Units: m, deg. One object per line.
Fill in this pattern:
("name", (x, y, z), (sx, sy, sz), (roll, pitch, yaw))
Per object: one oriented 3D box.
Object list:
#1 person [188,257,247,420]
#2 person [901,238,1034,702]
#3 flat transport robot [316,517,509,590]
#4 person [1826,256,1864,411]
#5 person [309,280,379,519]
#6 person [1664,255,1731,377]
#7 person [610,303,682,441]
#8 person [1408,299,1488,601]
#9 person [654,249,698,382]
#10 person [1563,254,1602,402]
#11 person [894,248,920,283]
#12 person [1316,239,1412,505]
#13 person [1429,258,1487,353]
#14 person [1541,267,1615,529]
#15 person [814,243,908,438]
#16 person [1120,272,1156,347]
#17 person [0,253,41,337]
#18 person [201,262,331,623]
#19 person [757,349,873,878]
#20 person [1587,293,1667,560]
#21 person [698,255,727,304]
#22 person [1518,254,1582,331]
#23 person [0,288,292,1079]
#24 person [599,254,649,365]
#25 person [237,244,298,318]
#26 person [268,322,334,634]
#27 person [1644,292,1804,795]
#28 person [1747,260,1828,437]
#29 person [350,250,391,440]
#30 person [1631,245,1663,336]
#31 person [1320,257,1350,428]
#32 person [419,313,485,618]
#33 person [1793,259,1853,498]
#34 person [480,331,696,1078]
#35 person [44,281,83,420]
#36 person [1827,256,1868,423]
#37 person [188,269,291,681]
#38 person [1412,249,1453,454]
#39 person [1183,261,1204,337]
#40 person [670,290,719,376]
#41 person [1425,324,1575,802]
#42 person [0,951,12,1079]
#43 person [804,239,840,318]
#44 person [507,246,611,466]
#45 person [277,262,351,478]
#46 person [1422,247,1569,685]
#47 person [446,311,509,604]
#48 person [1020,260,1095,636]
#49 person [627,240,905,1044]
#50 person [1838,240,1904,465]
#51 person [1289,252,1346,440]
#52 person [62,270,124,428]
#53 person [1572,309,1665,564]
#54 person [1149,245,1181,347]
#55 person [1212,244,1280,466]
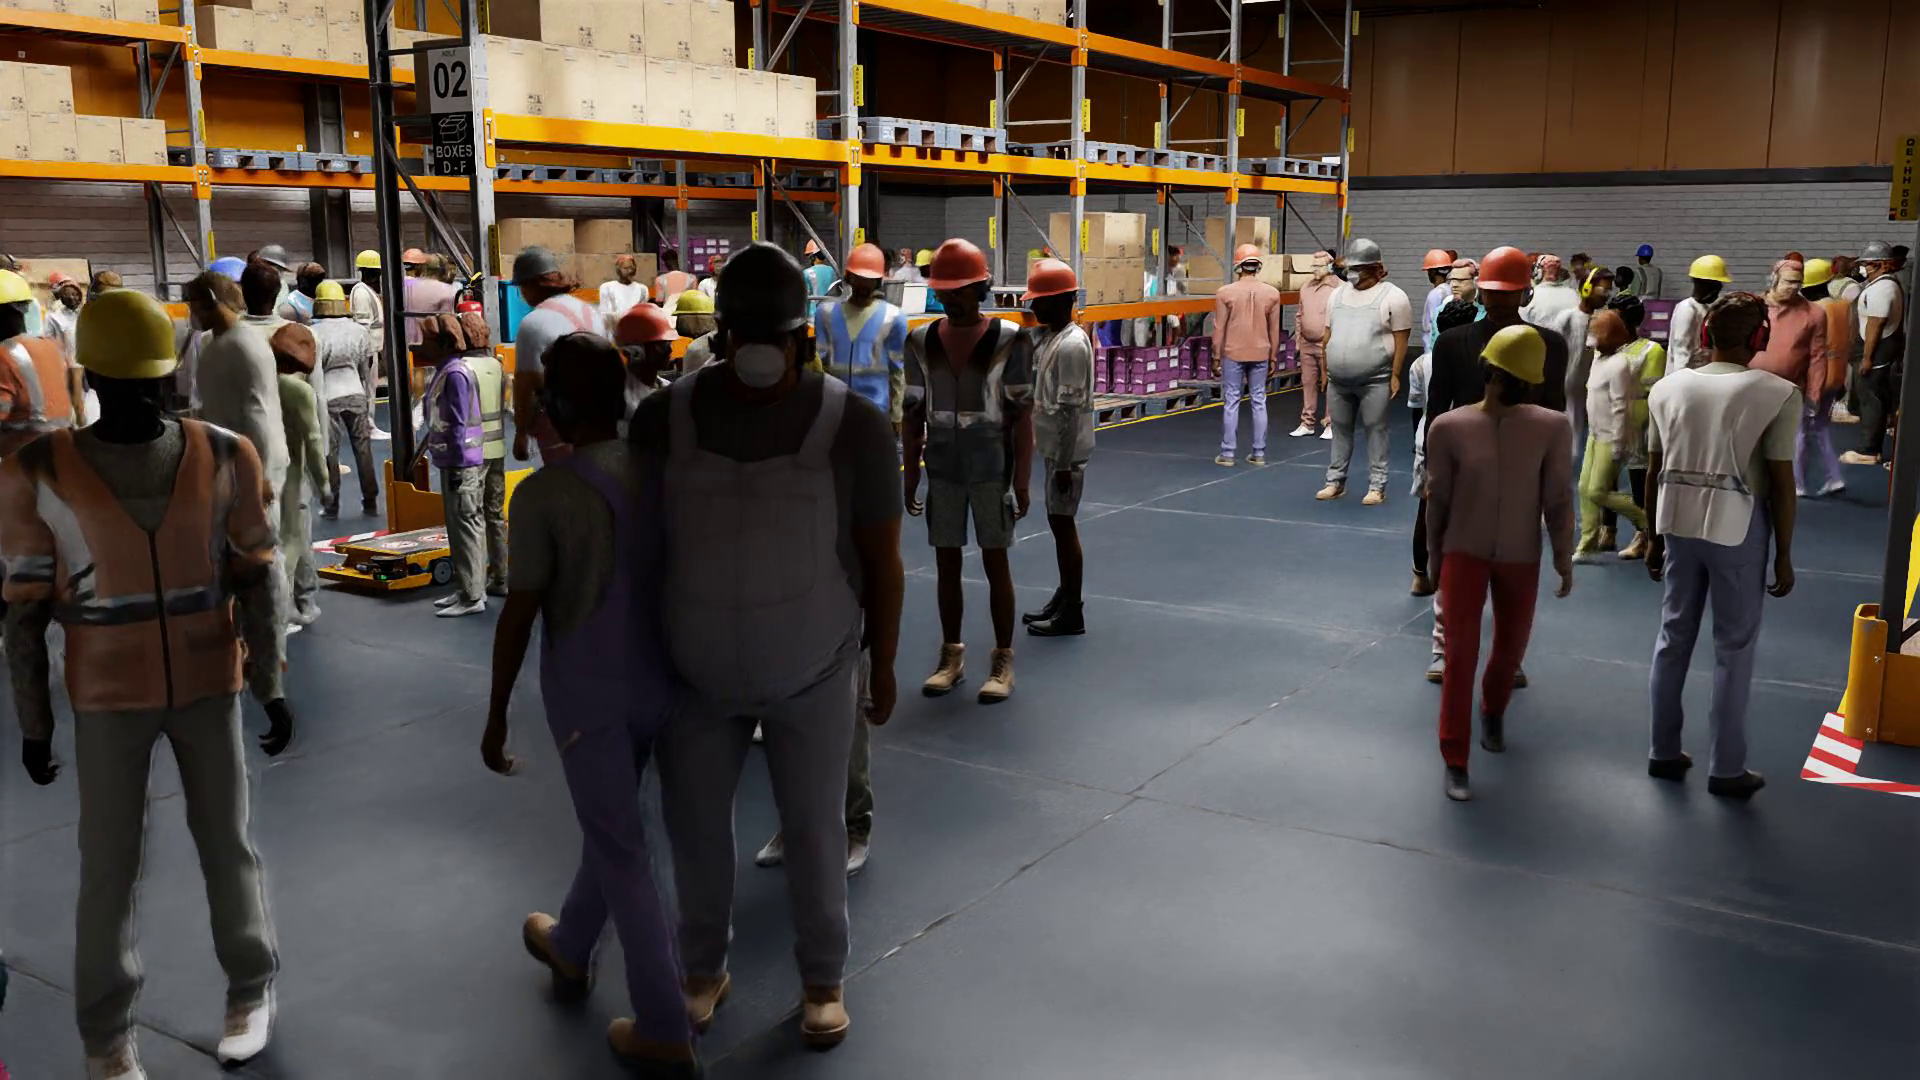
("person", (-4.303, -0.692, 9.790), (0.440, 1.924, 0.636), (-3, 11, -14))
("person", (0.021, -0.298, 7.325), (0.613, 2.031, 0.410), (4, 11, 20))
("flat transport robot", (-3.122, 0.066, 10.169), (0.652, 0.197, 1.431), (7, 12, 33))
("person", (10.408, -2.434, 19.699), (0.566, 1.837, 0.390), (-2, 10, -13))
("person", (-4.556, -1.026, 12.183), (0.486, 1.736, 0.364), (-8, 13, -38))
("person", (5.443, -1.144, 12.340), (0.397, 1.915, 0.590), (7, 13, 36))
("person", (-1.342, -0.141, 7.195), (0.321, 1.755, 0.567), (3, 11, 17))
("person", (2.755, -0.495, 9.326), (0.318, 1.697, 0.535), (-9, 14, -41))
("person", (-3.899, -3.089, 23.125), (0.667, 1.909, 0.971), (-2, 11, -13))
("person", (7.764, -2.642, 20.824), (0.570, 1.852, 0.333), (5, 11, 25))
("person", (-0.765, -3.327, 24.447), (0.407, 1.905, 0.638), (9, 14, 42))
("person", (3.059, -1.289, 12.771), (0.689, 2.000, 0.537), (8, 13, 39))
("person", (3.468, -0.984, 11.495), (0.398, 1.898, 0.647), (-7, 12, -34))
("person", (4.267, -0.982, 11.635), (0.532, 1.839, 0.475), (-8, 13, -38))
("person", (-0.618, -0.880, 10.610), (0.629, 2.014, 0.883), (2, 11, 13))
("person", (2.474, -3.149, 23.675), (0.627, 1.835, 0.429), (1, 10, 5))
("person", (-6.840, -1.091, 11.993), (0.629, 1.931, 0.377), (3, 11, 16))
("person", (-3.624, -0.490, 8.728), (0.615, 1.908, 0.405), (-4, 11, -22))
("person", (-0.501, 0.212, 5.321), (0.489, 1.728, 0.323), (3, 11, 18))
("person", (4.246, -0.728, 10.652), (0.320, 1.687, 0.538), (-6, 12, -30))
("person", (-2.917, -2.467, 19.837), (0.389, 1.845, 0.564), (5, 11, 26))
("person", (4.981, -1.481, 14.235), (0.645, 1.900, 0.399), (-3, 11, -15))
("person", (-1.944, 0.358, 4.008), (0.594, 1.913, 0.419), (-8, 13, -37))
("person", (-3.683, -2.194, 18.252), (0.586, 1.869, 0.587), (-5, 12, -27))
("person", (-6.370, -1.726, 15.195), (0.731, 2.000, 0.543), (-4, 11, -21))
("person", (-3.431, -0.305, 8.499), (0.525, 1.604, 0.513), (8, 13, 36))
("person", (2.766, 0.016, 6.114), (0.397, 1.836, 0.561), (-8, 13, -36))
("person", (5.816, -1.042, 11.857), (0.668, 1.877, 0.767), (4, 11, 20))
("person", (-5.961, -1.962, 16.846), (0.394, 1.921, 0.583), (-3, 11, -15))
("person", (10.510, -3.556, 25.586), (0.603, 1.949, 0.389), (-5, 11, -27))
("person", (4.104, -2.122, 17.935), (0.429, 1.846, 0.628), (1, 10, 8))
("person", (-2.744, -0.407, 9.027), (0.319, 1.631, 0.524), (-5, 11, -24))
("person", (6.639, -1.245, 12.972), (0.627, 1.874, 0.477), (-5, 11, -26))
("person", (-0.945, 0.383, 4.170), (0.870, 1.796, 0.522), (9, 13, 39))
("person", (-8.300, -1.604, 15.631), (0.511, 1.640, 0.308), (-8, 13, -36))
("person", (9.939, -2.238, 18.592), (0.429, 1.839, 0.634), (3, 11, 14))
("person", (-3.382, -0.313, 7.821), (0.425, 1.899, 0.663), (-9, 14, -42))
("person", (4.498, -1.765, 15.710), (0.376, 1.933, 0.544), (7, 13, 35))
("person", (3.461, -3.291, 24.716), (0.327, 1.736, 0.487), (-3, 11, -14))
("person", (-1.514, -0.608, 9.864), (0.370, 1.735, 0.488), (0, 10, -2))
("person", (1.999, 0.043, 6.256), (0.525, 1.725, 0.780), (1, 10, 5))
("person", (-1.532, 0.652, 2.300), (0.655, 1.940, 0.465), (3, 11, 14))
("person", (-1.829, -2.860, 21.507), (0.606, 2.035, 0.404), (-8, 13, -39))
("person", (-2.385, -0.710, 9.566), (0.948, 2.000, 0.705), (3, 11, 16))
("person", (-5.522, -1.452, 14.249), (0.429, 1.837, 0.626), (3, 11, 18))
("person", (2.419, -0.322, 7.549), (0.621, 1.990, 0.396), (2, 10, 12))
("person", (-2.697, -0.457, 9.305), (0.313, 1.632, 0.525), (3, 11, 16))
("person", (0.494, -0.463, 8.524), (0.389, 1.925, 0.550), (0, 10, -2))
("person", (-0.490, 0.268, 4.144), (0.700, 2.000, 0.537), (1, 10, 3))
("person", (8.256, -1.714, 15.128), (0.536, 2.000, 0.683), (6, 12, 31))
("person", (3.668, -1.977, 16.963), (0.403, 1.904, 0.651), (-9, 14, -42))
("person", (-5.193, -0.722, 10.195), (0.343, 1.839, 0.506), (4, 11, 22))
("person", (4.038, -0.615, 10.237), (0.557, 1.613, 0.519), (1, 10, 5))
("person", (3.283, -3.597, 25.853), (0.813, 1.928, 0.653), (5, 11, 25))
("person", (2.562, -1.653, 14.954), (0.614, 1.987, 0.408), (-2, 10, -9))
